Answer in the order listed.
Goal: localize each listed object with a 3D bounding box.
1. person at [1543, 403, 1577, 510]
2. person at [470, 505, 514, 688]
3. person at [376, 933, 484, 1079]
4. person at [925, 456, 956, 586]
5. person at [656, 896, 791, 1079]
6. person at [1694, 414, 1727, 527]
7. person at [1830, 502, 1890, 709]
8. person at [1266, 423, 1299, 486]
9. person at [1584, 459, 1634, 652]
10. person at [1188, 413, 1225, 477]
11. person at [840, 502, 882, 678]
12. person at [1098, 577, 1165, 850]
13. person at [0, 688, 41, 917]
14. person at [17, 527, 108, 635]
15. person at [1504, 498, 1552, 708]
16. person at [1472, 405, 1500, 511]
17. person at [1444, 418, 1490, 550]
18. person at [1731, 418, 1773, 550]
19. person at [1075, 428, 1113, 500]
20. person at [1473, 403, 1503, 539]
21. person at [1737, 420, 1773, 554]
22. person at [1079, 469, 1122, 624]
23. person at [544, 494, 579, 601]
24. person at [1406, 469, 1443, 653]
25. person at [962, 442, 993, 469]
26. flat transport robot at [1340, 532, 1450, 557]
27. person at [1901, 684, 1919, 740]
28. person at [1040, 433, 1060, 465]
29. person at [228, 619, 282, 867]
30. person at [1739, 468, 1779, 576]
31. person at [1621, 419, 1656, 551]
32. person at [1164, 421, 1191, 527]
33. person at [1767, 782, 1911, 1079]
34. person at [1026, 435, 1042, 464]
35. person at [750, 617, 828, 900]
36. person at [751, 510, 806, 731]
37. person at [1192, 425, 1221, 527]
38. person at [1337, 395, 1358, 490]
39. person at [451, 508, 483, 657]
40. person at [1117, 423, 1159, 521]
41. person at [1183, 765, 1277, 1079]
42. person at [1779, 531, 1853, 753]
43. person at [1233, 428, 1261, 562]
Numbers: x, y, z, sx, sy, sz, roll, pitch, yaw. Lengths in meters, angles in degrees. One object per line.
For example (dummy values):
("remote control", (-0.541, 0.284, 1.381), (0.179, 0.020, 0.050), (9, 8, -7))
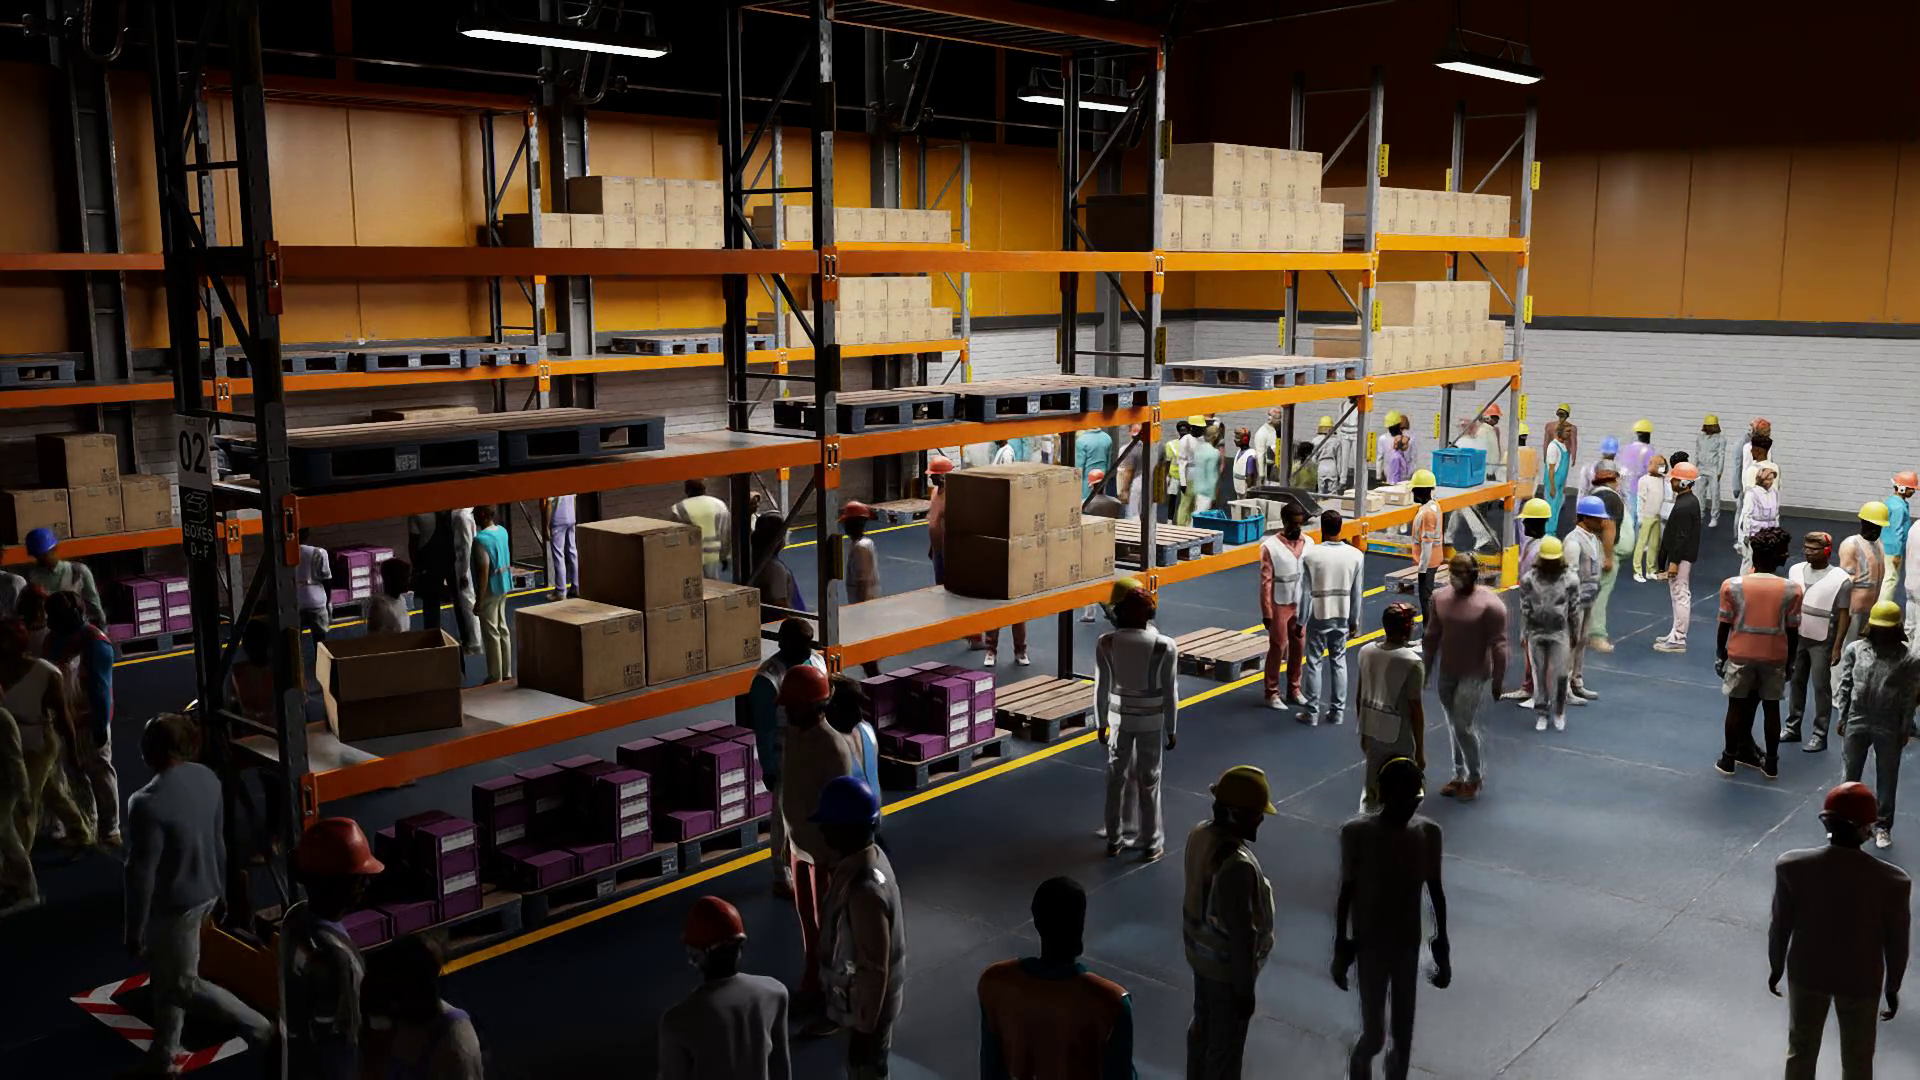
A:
("person", (9.860, -1.373, 27.341), (0.534, 1.756, 0.342), (6, 11, 31))
("person", (-4.451, 0.512, 15.806), (0.379, 1.844, 0.570), (1, 10, 7))
("person", (-1.759, 2.199, 5.904), (0.515, 1.809, 0.862), (9, 13, 42))
("person", (-0.173, 0.080, 17.958), (0.392, 1.990, 0.612), (-5, 11, -27))
("person", (-0.883, 2.176, 6.194), (0.379, 1.739, 0.570), (9, 13, 43))
("person", (11.518, -1.072, 25.606), (0.346, 1.738, 0.485), (-6, 11, -34))
("person", (8.175, 0.597, 15.083), (0.584, 1.919, 0.381), (-7, 12, -34))
("person", (4.773, -0.889, 24.636), (0.534, 1.689, 0.323), (-3, 10, -16))
("person", (6.824, 0.123, 17.553), (0.533, 2.000, 0.795), (1, 10, 6))
("person", (3.763, -1.192, 25.439), (0.612, 2.032, 0.411), (5, 11, 29))
("person", (-0.884, 0.619, 15.057), (0.401, 1.888, 0.617), (0, 10, -1))
("person", (1.215, 1.197, 11.523), (0.438, 1.911, 0.613), (-2, 10, -12))
("person", (-5.979, 1.585, 10.111), (0.537, 1.602, 0.750), (5, 11, 29))
("person", (-7.498, 0.800, 13.894), (0.658, 1.899, 0.856), (-5, 11, -29))
("person", (5.251, 0.575, 15.190), (0.388, 1.927, 0.589), (0, 10, -1))
("person", (8.443, -1.304, 26.926), (0.541, 1.752, 0.364), (-1, 10, -5))
("person", (7.194, -0.805, 23.627), (0.654, 1.868, 0.979), (-7, 12, -38))
("person", (11.149, -0.779, 23.378), (0.655, 1.895, 0.400), (-3, 10, -17))
("person", (1.879, -0.878, 23.928), (0.642, 1.909, 0.410), (-7, 12, -38))
("person", (7.782, -1.027, 24.552), (0.375, 1.995, 0.611), (5, 11, 28))
("person", (11.059, -0.727, 23.090), (0.584, 1.882, 0.339), (-6, 11, -34))
("person", (1.541, 0.068, 18.742), (0.573, 1.746, 0.346), (-4, 10, -24))
("person", (-4.798, -0.180, 19.986), (0.350, 1.837, 0.503), (5, 11, 29))
("person", (4.834, 0.217, 17.364), (0.403, 1.919, 0.587), (3, 10, 15))
("person", (0.317, -0.828, 23.893), (0.653, 1.831, 0.334), (-8, 12, -38))
("flat transport robot", (6.039, 0.072, 23.128), (0.652, 0.197, 1.431), (-9, 13, -44))
("person", (8.394, 0.787, 14.014), (0.619, 1.918, 0.883), (-9, 13, -42))
("person", (1.496, -1.411, 27.321), (0.386, 1.837, 0.563), (-4, 10, -20))
("person", (-4.731, 1.329, 11.486), (0.539, 1.667, 0.814), (2, 10, 13))
("person", (9.530, -0.052, 19.823), (0.517, 1.632, 0.313), (-4, 10, -21))
("person", (9.352, -0.728, 23.135), (0.901, 1.889, 0.607), (-2, 10, -14))
("person", (3.332, -0.950, 24.979), (0.533, 1.697, 0.322), (0, 10, -3))
("person", (3.955, 1.947, 7.522), (0.563, 1.748, 0.340), (6, 11, 30))
("person", (1.157, -1.242, 26.750), (0.314, 1.702, 0.542), (3, 10, 15))
("person", (-1.048, 1.386, 10.657), (0.429, 1.830, 0.635), (7, 12, 36))
("person", (-1.535, 0.754, 13.781), (0.537, 2.000, 0.691), (-6, 11, -32))
("person", (3.234, -0.584, 22.230), (0.525, 1.897, 0.666), (-1, 10, -8))
("person", (6.965, -1.810, 29.564), (0.572, 1.883, 0.358), (8, 12, 38))
("person", (-5.146, 0.273, 17.140), (0.375, 1.881, 0.582), (-4, 10, -20))
("person", (2.395, -0.646, 22.556), (0.554, 1.904, 0.865), (2, 10, 14))
("person", (1.220, 1.907, 7.555), (0.403, 1.817, 0.599), (-2, 10, -11))
("person", (7.119, 0.836, 13.872), (0.377, 1.844, 0.569), (-4, 10, -24))
("person", (3.886, -0.612, 22.563), (0.392, 1.836, 0.561), (-1, 10, -7))
